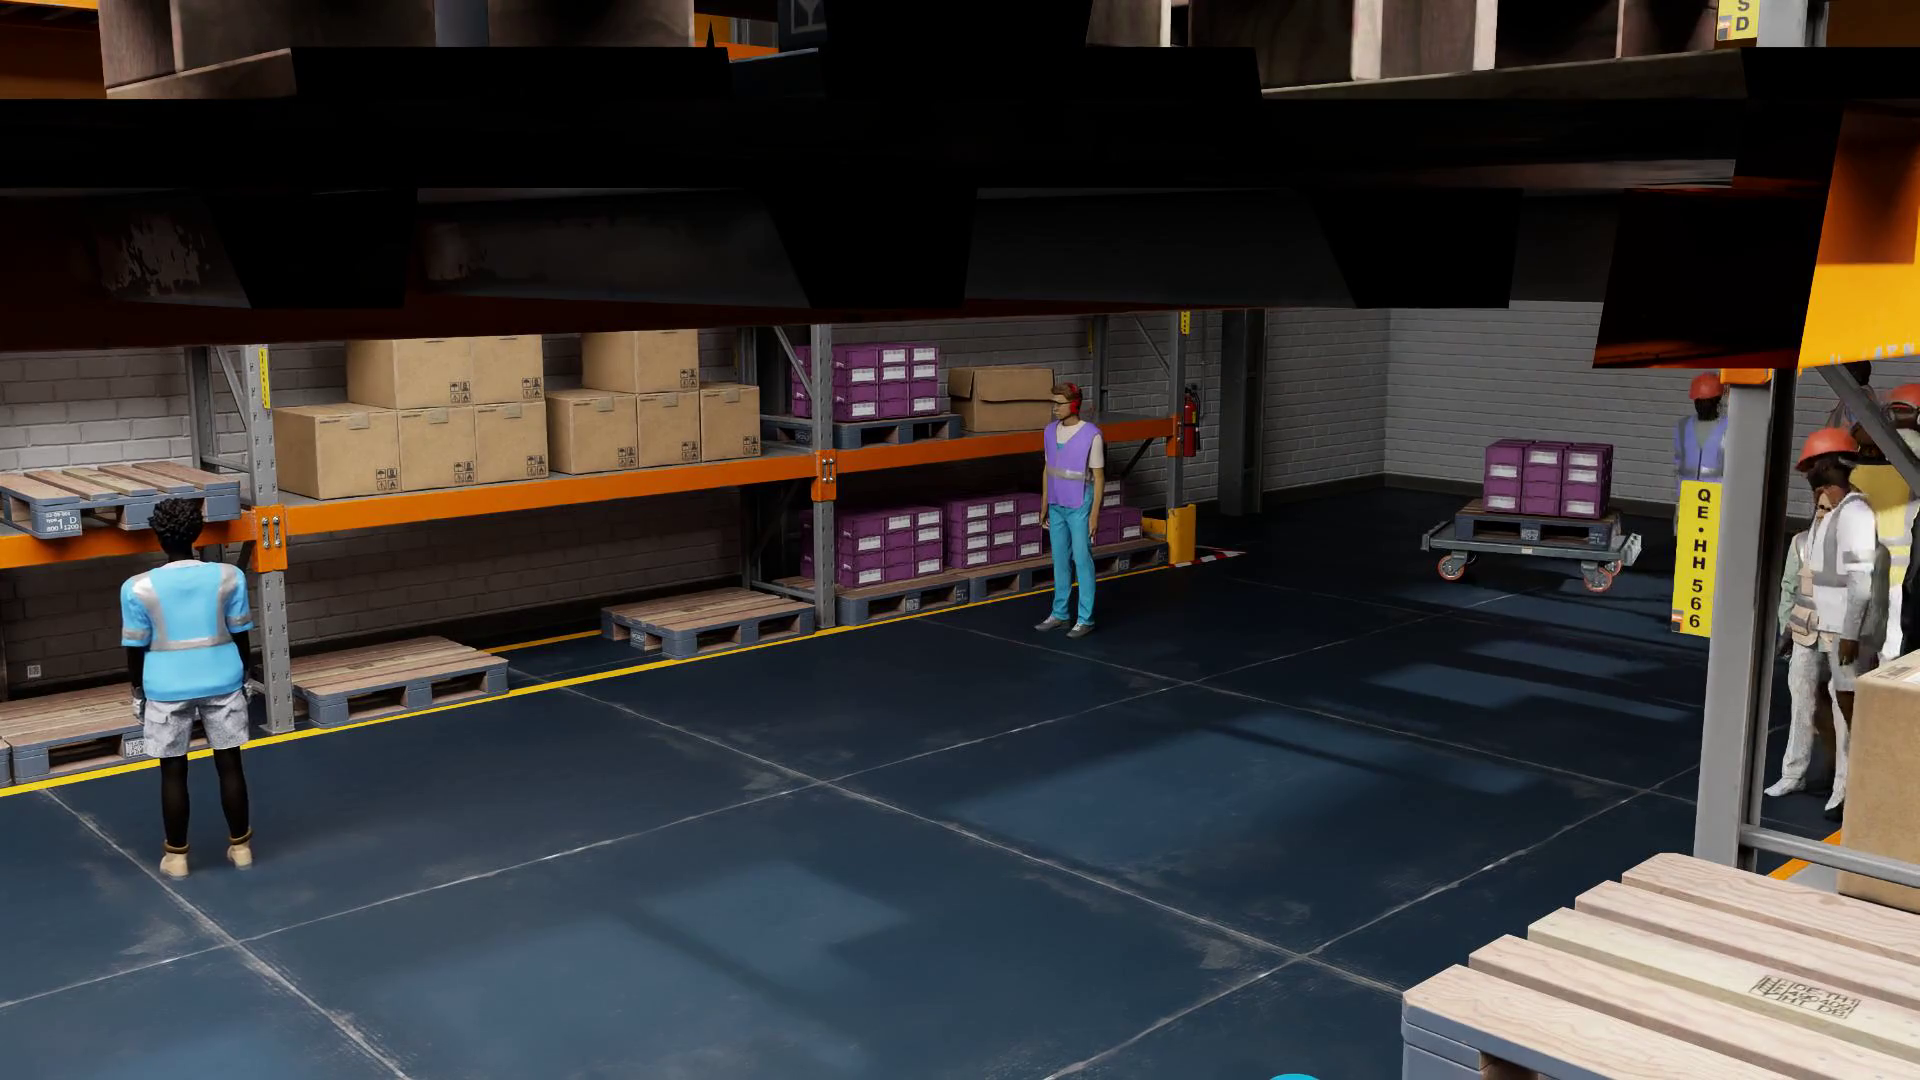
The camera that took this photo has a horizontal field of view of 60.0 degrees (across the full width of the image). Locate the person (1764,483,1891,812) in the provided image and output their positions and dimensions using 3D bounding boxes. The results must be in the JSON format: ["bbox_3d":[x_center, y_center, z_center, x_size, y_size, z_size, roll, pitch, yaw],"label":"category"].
[{"bbox_3d":[4.310,0.525,8.245,0.311,1.636,0.521,-7,12,-34],"label":"person"}]

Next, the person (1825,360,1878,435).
[{"bbox_3d":[7.960,-0.714,14.913,0.429,1.843,0.632,5,11,26],"label":"person"}]

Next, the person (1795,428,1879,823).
[{"bbox_3d":[4.328,0.413,8.184,0.436,1.894,0.612,2,10,12],"label":"person"}]

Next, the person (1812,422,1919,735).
[{"bbox_3d":[5.093,0.223,9.417,0.624,1.845,0.430,0,10,3],"label":"person"}]

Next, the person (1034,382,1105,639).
[{"bbox_3d":[0.815,-0.220,12.004,0.374,1.840,0.568,-8,13,-40],"label":"person"}]

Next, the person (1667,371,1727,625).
[{"bbox_3d":[5.630,-0.328,12.499,0.551,1.904,0.891,9,13,43],"label":"person"}]

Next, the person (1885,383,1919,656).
[{"bbox_3d":[5.797,0.021,10.224,0.661,1.964,0.627,-6,11,-30],"label":"person"}]

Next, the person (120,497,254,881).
[{"bbox_3d":[-3.377,0.657,7.318,0.534,1.694,0.321,-6,12,-33],"label":"person"}]
